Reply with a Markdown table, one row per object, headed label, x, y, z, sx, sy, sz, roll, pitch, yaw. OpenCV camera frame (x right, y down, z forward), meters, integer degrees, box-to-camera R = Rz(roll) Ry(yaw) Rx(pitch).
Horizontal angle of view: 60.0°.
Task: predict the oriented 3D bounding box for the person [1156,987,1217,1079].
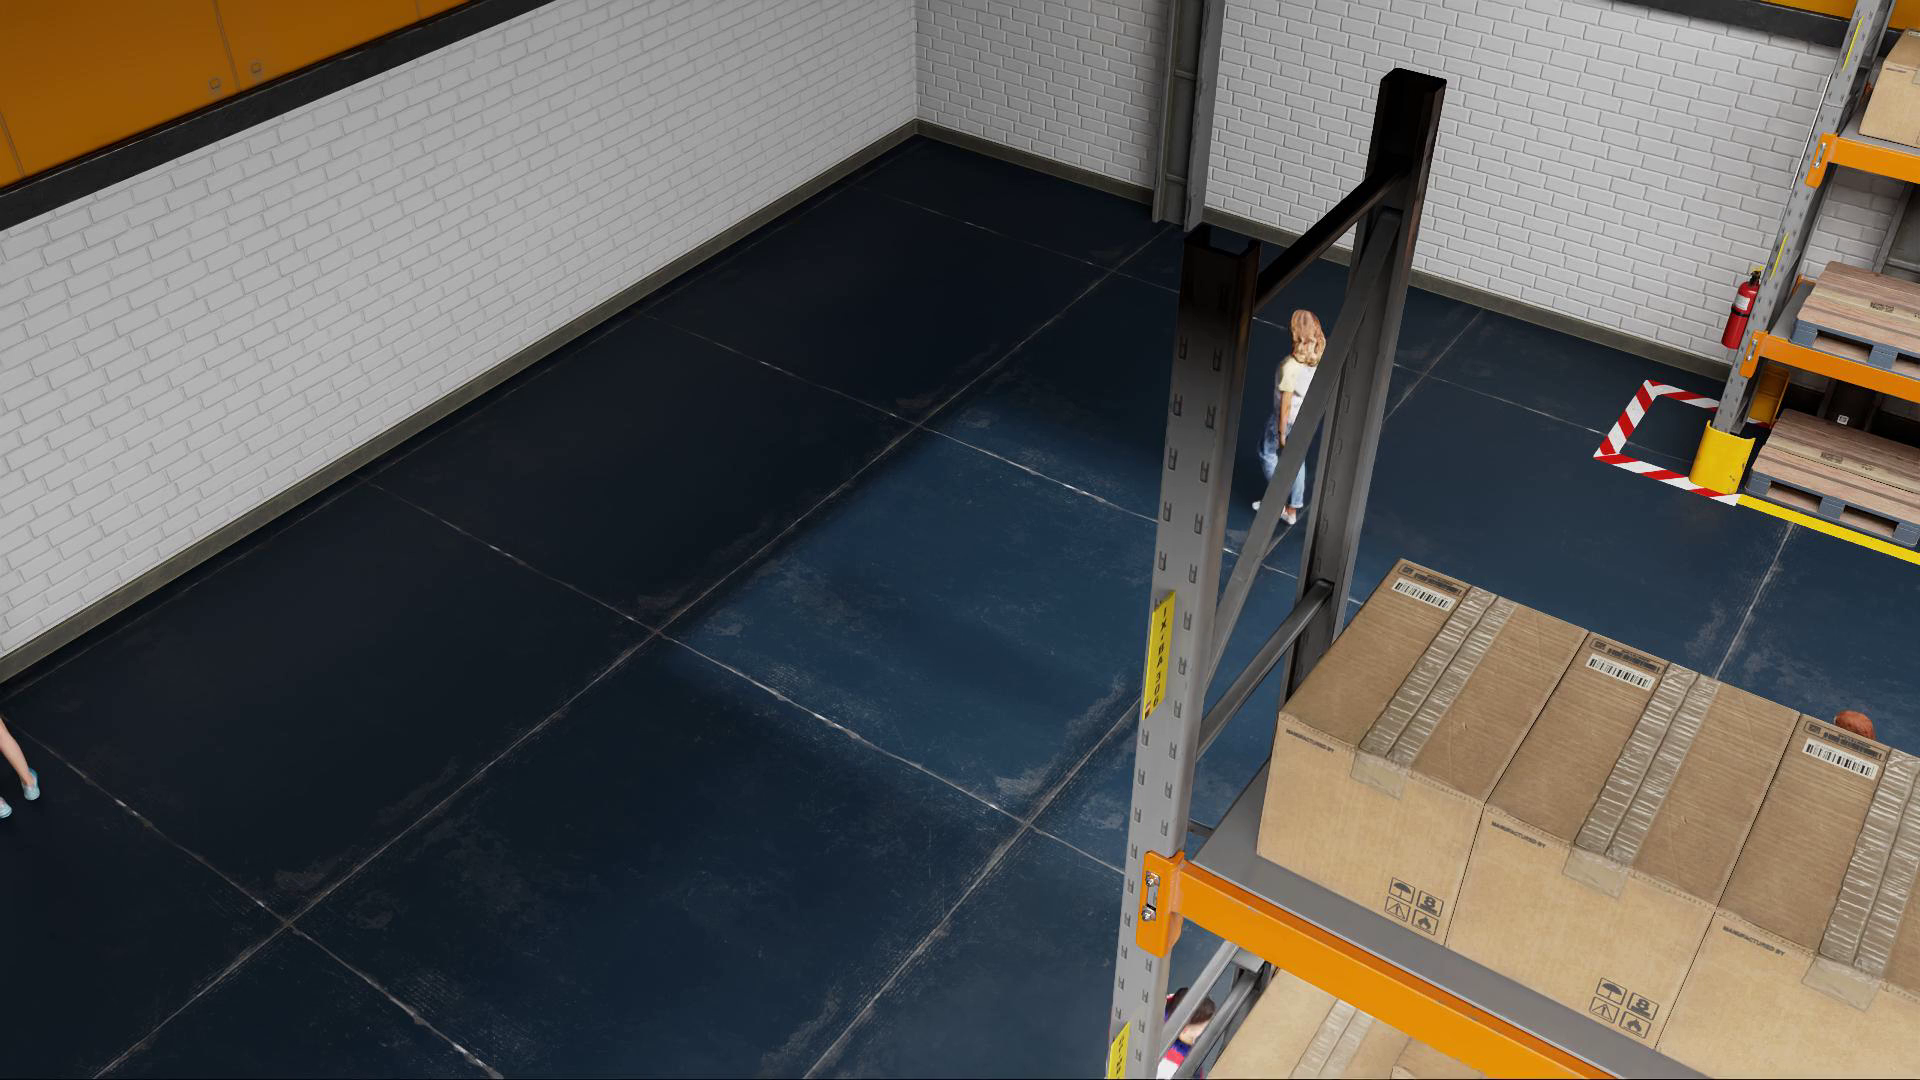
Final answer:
| label | x | y | z | sx | sy | sz | roll | pitch | yaw |
| --- | --- | --- | --- | --- | --- | --- | --- | --- | --- |
| person | 0.838 | 2.526 | 7.478 | 0.955 | 1.738 | 0.879 | 0 | 39 | 0 |

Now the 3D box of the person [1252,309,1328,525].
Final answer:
| label | x | y | z | sx | sy | sz | roll | pitch | yaw |
| --- | --- | --- | --- | --- | --- | --- | --- | --- | --- |
| person | 2.417 | -0.814 | 11.683 | 0.698 | 1.711 | 0.712 | -29 | 47 | -32 |
